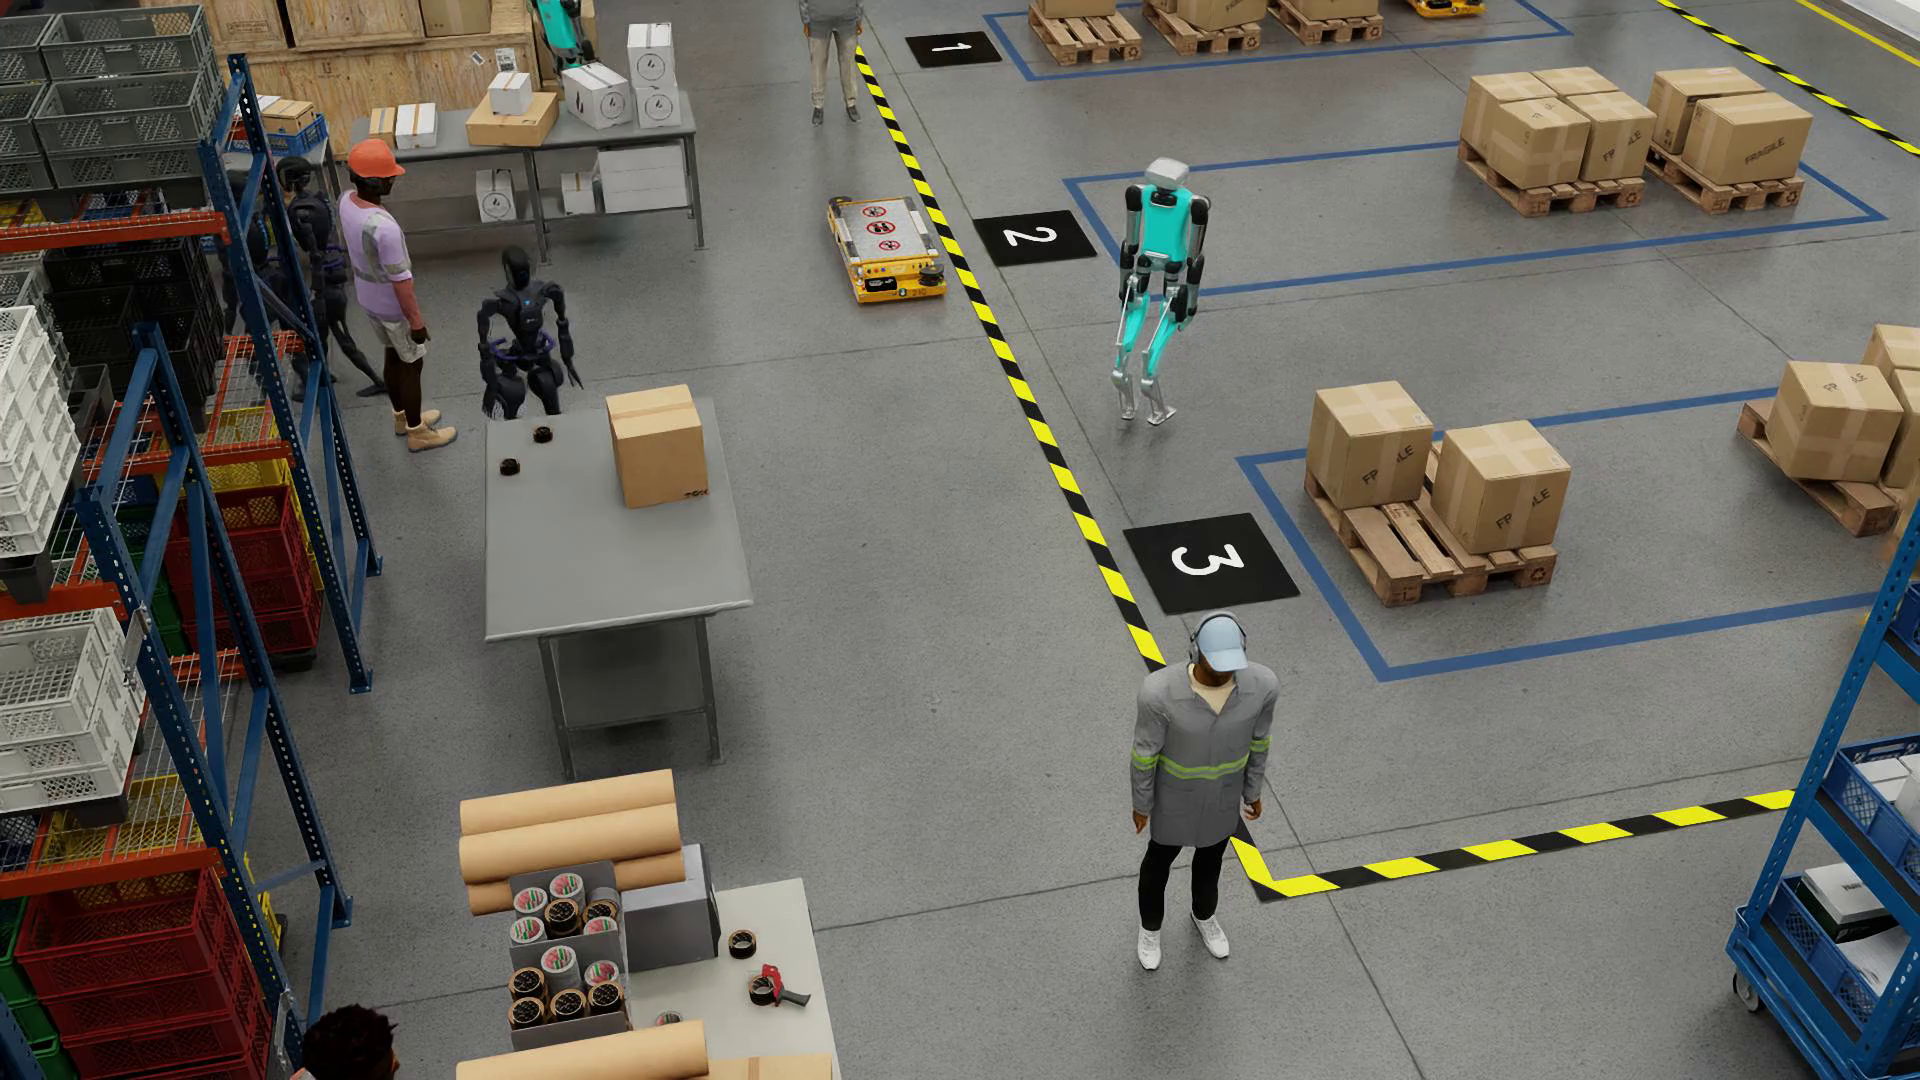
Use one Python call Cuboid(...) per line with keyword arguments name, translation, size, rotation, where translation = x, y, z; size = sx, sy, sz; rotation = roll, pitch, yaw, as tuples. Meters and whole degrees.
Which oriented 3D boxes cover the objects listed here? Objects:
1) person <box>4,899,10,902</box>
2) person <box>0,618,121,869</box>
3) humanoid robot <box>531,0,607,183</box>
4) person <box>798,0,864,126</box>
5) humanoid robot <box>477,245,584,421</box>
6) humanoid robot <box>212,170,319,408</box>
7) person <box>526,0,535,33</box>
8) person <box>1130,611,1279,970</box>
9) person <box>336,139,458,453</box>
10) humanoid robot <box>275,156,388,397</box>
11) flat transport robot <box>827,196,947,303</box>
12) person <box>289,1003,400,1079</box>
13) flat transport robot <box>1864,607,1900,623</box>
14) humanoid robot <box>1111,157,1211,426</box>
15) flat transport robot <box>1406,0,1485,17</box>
Cuboid(name="person", translation=(-4.507, 0.970, 6.946), size=(0.403, 1.823, 0.588), rotation=(22, 42, 27))
Cuboid(name="person", translation=(-4.150, 0.777, 7.191), size=(0.636, 1.841, 0.429), rotation=(-16, 39, -20))
Cuboid(name="humanoid robot", translation=(-2.976, -3.825, 13.482), size=(0.535, 1.767, 0.843), rotation=(25, 44, 30))
Cuboid(name="person", translation=(-1.102, -4.469, 14.302), size=(0.563, 1.769, 0.400), rotation=(-7, 37, -9))
Cuboid(name="humanoid robot", translation=(-2.554, -1.010, 9.737), size=(0.611, 1.646, 0.484), rotation=(-24, 43, -29))
Cuboid(name="humanoid robot", translation=(-4.408, -1.574, 10.490), size=(0.469, 1.646, 0.601), rotation=(15, 39, 19))
Cuboid(name="person", translation=(-3.451, -4.543, 14.270), size=(0.417, 1.931, 0.617), rotation=(23, 42, 28))
Cuboid(name="person", translation=(0.981, 1.036, 6.834), size=(0.588, 1.852, 0.371), rotation=(-7, 37, -9))
Cuboid(name="person", translation=(-3.402, -1.449, 10.034), size=(0.404, 2.028, 0.610), rotation=(-29, 45, -33))
Cuboid(name="humanoid robot", translation=(-4.092, -1.642, 10.606), size=(0.616, 1.637, 0.616), rotation=(-11, 38, -14))
Cuboid(name="flat transport robot", translation=(-0.570, -2.220, 12.538), size=(0.659, 0.231, 1.431), rotation=(-8, 37, -10))
Cuboid(name="person", translation=(-1.776, 2.163, 5.229), size=(0.607, 1.960, 0.368), rotation=(26, 44, 30))
Cuboid(name="flat transport robot", translation=(5.701, 0.474, 8.893), size=(1.431, 0.197, 0.652), rotation=(-8, 37, -10))
Cuboid(name="humanoid robot", translation=(1.136, -1.430, 10.133), size=(0.533, 1.677, 0.735), rotation=(17, 40, 22))
Cuboid(name="flat transport robot", translation=(4.845, -5.799, 17.324), size=(0.652, 0.197, 1.431), rotation=(-8, 37, -10))
